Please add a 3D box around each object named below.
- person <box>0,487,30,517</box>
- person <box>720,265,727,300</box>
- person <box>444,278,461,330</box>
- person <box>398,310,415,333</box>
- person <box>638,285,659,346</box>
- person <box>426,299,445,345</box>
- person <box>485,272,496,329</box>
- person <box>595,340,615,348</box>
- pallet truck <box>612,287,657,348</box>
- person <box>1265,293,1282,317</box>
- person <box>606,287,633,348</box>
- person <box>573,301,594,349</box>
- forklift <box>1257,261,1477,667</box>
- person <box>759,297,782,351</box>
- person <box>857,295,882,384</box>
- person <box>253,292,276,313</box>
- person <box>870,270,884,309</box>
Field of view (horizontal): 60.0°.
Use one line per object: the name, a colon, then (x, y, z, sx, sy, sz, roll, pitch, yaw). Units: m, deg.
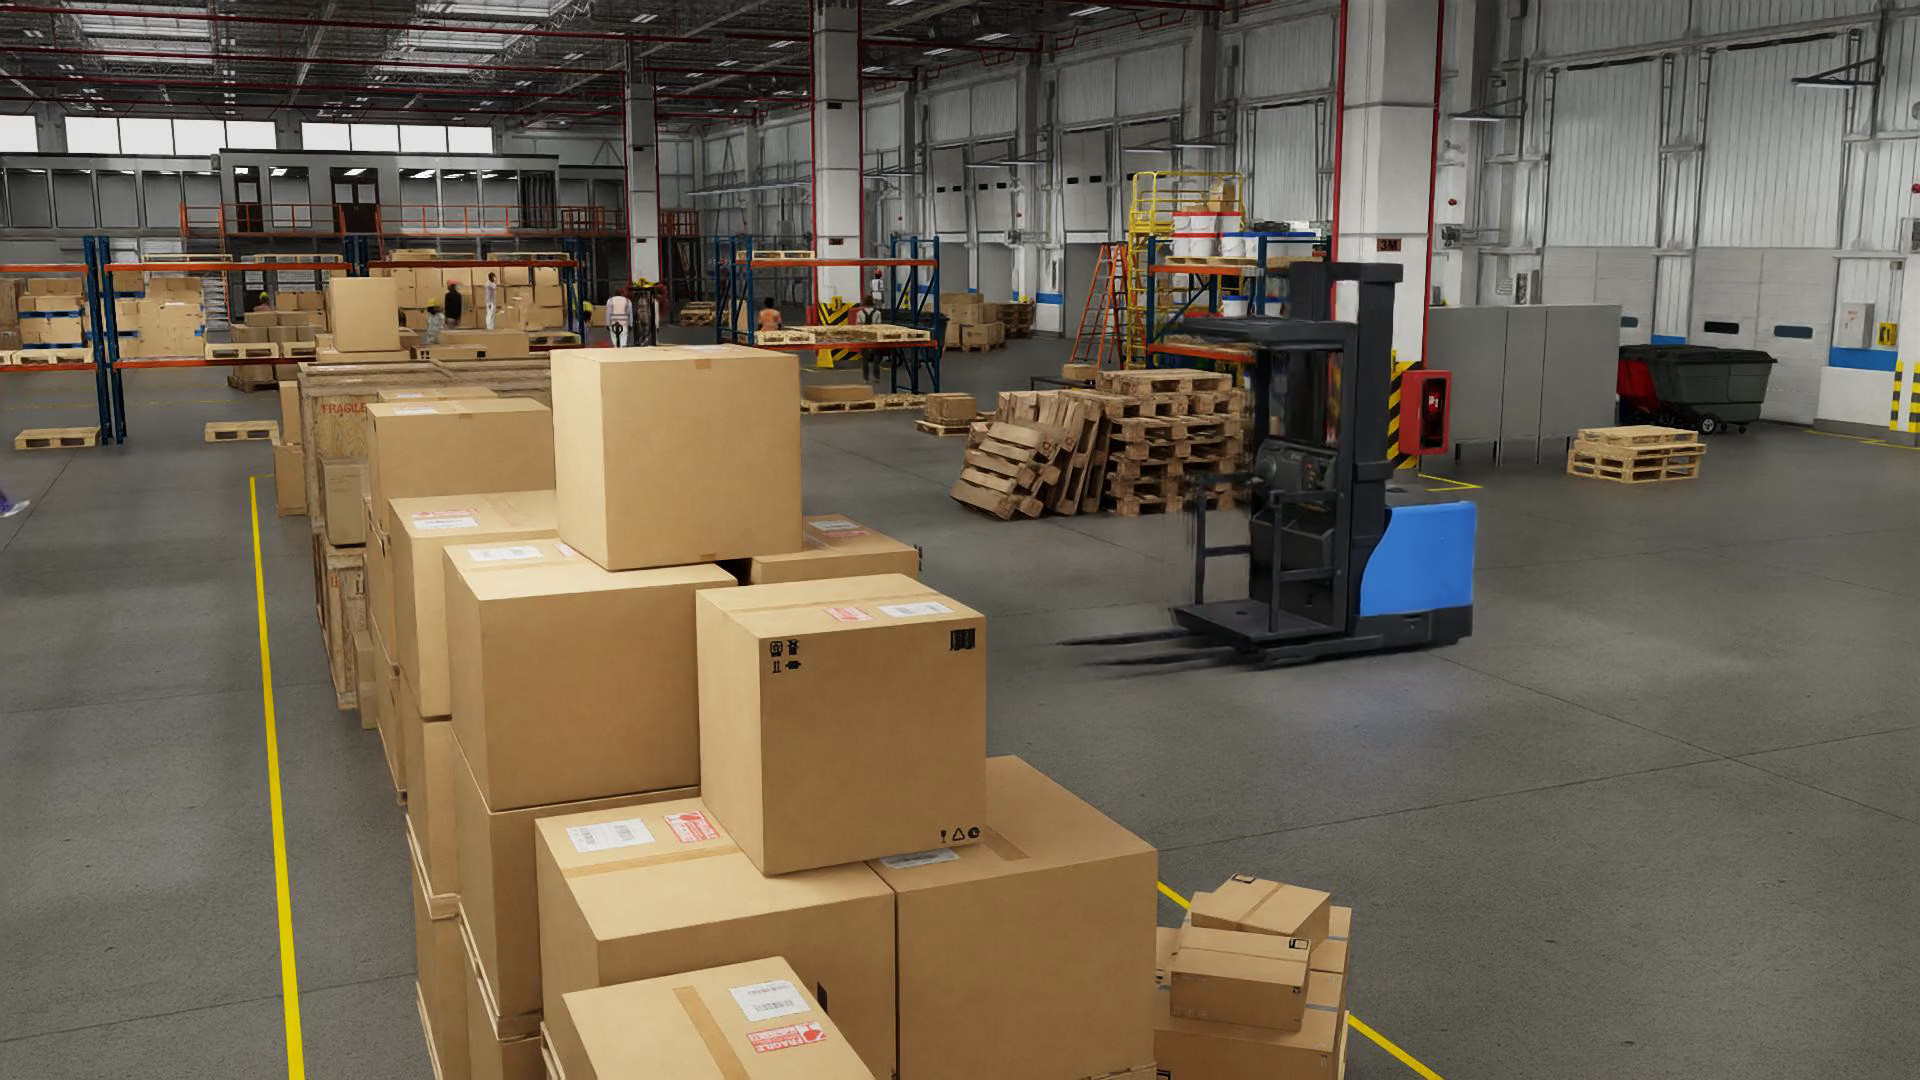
person: (-10.454, -1.084, 17.550, 1.068, 1.841, 0.666, -9, 14, -41)
person: (-11.606, -12.731, 81.292, 0.376, 1.995, 0.612, 4, 11, 20)
person: (-13.143, -5.789, 43.083, 0.428, 1.974, 0.644, 4, 11, 20)
person: (-8.314, -2.464, 24.879, 0.372, 1.934, 0.627, 1, 10, 3)
person: (-7.555, -5.234, 40.289, 0.594, 1.890, 0.928, -6, 12, -29)
person: (-11.114, -4.207, 35.089, 0.496, 1.716, 0.760, 3, 11, 17)
person: (-14.898, -7.539, 52.876, 0.380, 1.931, 0.625, 0, 10, 1)
person: (-3.887, -1.268, 18.400, 0.703, 1.884, 0.645, 3, 11, 14)
pallet truck: (-6.464, -4.406, 35.401, 0.823, 1.965, 1.885, 6, 12, 32)
person: (6.026, -3.844, 32.473, 0.553, 1.935, 0.362, 5, 11, 24)
person: (-8.393, -5.315, 40.983, 0.647, 1.788, 0.962, -3, 11, -15)
person: (-6.617, -3.291, 29.588, 0.956, 1.875, 0.602, 2, 10, 8)
forklift: (2.766, -0.631, 12.164, 1.873, 2.768, 1.129, -4, 11, -23)
person: (-4.356, -4.701, 37.909, 0.536, 1.675, 0.674, 4, 11, 21)
person: (-1.873, -4.149, 34.421, 0.525, 1.843, 0.348, 0, 10, -1)
person: (-16.483, -5.023, 39.508, 0.520, 1.736, 0.836, -9, 13, -39)
person: (-2.815, -8.283, 56.968, 0.542, 1.927, 0.380, 7, 12, 32)
